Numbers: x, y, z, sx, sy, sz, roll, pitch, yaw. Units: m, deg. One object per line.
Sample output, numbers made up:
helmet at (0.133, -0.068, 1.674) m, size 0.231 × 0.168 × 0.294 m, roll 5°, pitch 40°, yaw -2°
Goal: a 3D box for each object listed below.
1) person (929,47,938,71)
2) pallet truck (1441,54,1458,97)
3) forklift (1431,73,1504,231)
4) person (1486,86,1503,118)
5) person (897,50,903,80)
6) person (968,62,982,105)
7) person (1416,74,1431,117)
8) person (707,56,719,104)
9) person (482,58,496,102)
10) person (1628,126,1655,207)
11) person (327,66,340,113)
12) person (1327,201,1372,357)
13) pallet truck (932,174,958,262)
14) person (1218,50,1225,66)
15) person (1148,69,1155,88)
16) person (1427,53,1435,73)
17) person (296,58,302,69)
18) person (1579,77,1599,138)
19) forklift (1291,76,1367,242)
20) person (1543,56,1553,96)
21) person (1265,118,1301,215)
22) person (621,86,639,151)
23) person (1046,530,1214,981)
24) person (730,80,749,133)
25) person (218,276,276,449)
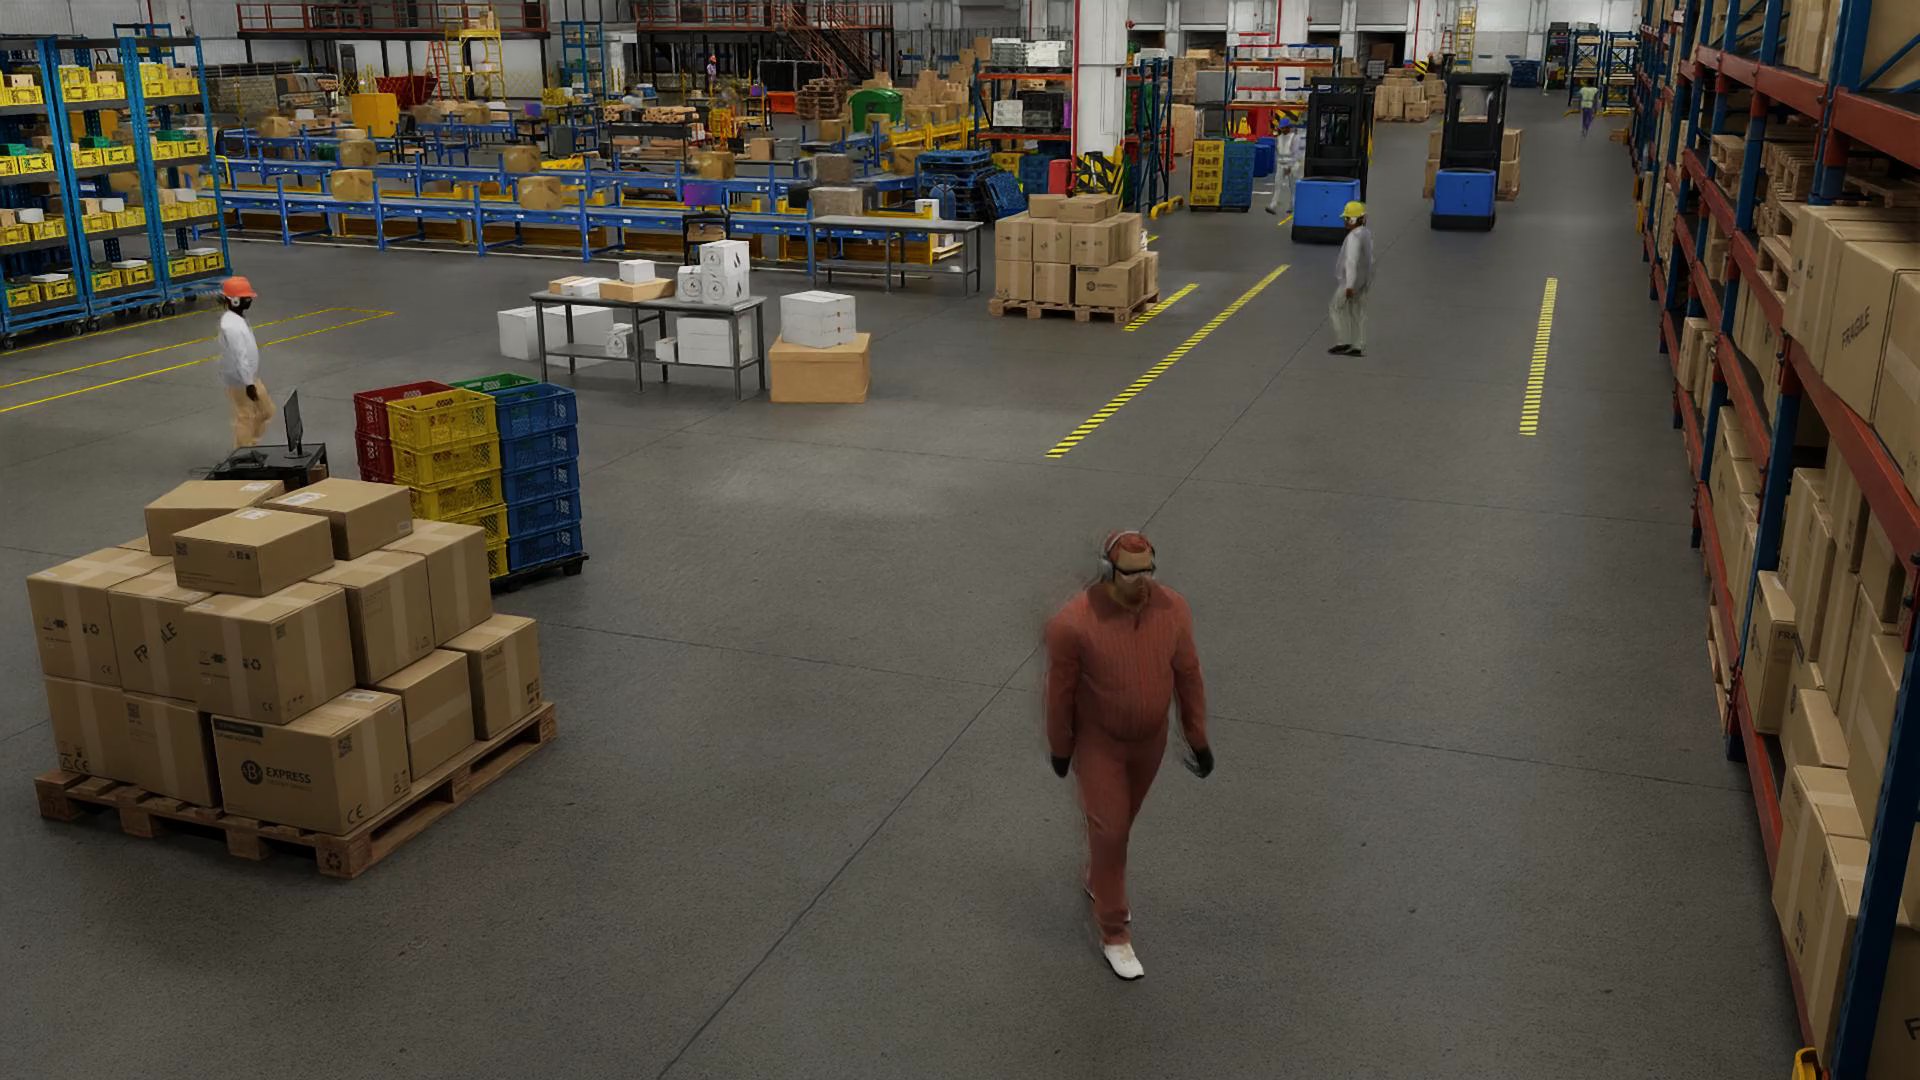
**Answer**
person at (-1.521, -27.820, 97.128) m, size 0.551 × 1.913 × 0.583 m, roll -2°, pitch 18°, yaw -7°
pallet truck at (22.765, -21.886, 78.355) m, size 0.823 × 1.965 × 1.885 m, roll -4°, pitch 18°, yaw -14°
forklift at (9.496, -7.256, 30.955) m, size 1.129 × 2.768 × 1.873 m, roll 6°, pitch 19°, yaw 19°
person at (15.760, -12.484, 48.980) m, size 0.973 × 1.885 × 0.562 m, roll -16°, pitch 24°, yaw -40°
person at (-3.529, -28.100, 98.367) m, size 0.319 × 1.697 × 0.533 m, roll 6°, pitch 19°, yaw 20°
person at (0.557, -17.402, 64.195) m, size 0.537 × 2.000 × 0.690 m, roll 10°, pitch 20°, yaw 29°
person at (17.258, -16.586, 62.232) m, size 0.881 × 1.647 × 0.546 m, roll 6°, pitch 19°, yaw 18°
person at (-10.759, -20.033, 72.471) m, size 0.388 × 2.036 × 0.605 m, roll 6°, pitch 19°, yaw 20°
person at (-20.759, -20.255, 73.377) m, size 0.722 × 1.914 × 0.546 m, roll 1°, pitch 18°, yaw 5°
person at (14.330, -7.699, 34.315) m, size 0.784 × 1.670 × 0.537 m, roll -2°, pitch 18°, yaw -5°
person at (-24.366, -17.486, 64.717) m, size 0.355 × 1.883 × 0.574 m, roll 6°, pitch 19°, yaw 20°
person at (4.538, -3.045, 19.455) m, size 0.532 × 1.809 × 0.608 m, roll 10°, pitch 20°, yaw 28°
pallet truck at (-0.507, -5.292, 27.348) m, size 0.653 × 1.274 × 1.630 m, roll 6°, pitch 19°, yaw 19°
person at (13.859, -25.172, 88.851) m, size 0.828 × 1.888 × 0.635 m, roll 9°, pitch 20°, yaw 26°
person at (7.259, -16.571, 61.794) m, size 0.833 × 1.920 × 0.640 m, roll 14°, pitch 22°, yaw 36°
person at (23.101, -22.843, 81.421) m, size 0.614 × 1.962 × 0.643 m, roll 3°, pitch 18°, yaw 8°
person at (-29.599, -20.685, 74.744) m, size 0.902 × 1.885 × 0.610 m, roll -2°, pitch 18°, yaw -5°
person at (20.091, -13.838, 53.231) m, size 0.594 × 1.903 × 0.541 m, roll 14°, pitch 22°, yaw 37°
forklift at (6.598, -6.755, 29.381) m, size 1.129 × 2.768 × 1.873 m, roll 6°, pitch 19°, yaw 19°
person at (28.281, -22.336, 79.989) m, size 0.328 × 1.865 × 0.519 m, roll 6°, pitch 19°, yaw 20°
person at (6.475, -7.451, 33.177) m, size 0.593 × 1.878 × 1.010 m, roll 15°, pitch 23°, yaw 39°
person at (-9.717, -12.271, 48.412) m, size 0.944 × 1.825 × 0.559 m, roll 13°, pitch 22°, yaw 35°
person at (0.748, 0.879, 7.043) m, size 0.660 × 1.869 × 0.906 m, roll -8°, pitch 19°, yaw -23°
person at (-7.441, -14.326, 55.047) m, size 0.922 × 1.720 × 0.520 m, roll -7°, pitch 19°, yaw -22°
person at (-6.221, -1.428, 14.506) m, size 0.381 × 1.737 × 0.566 m, roll -4°, pitch 18°, yaw -13°
